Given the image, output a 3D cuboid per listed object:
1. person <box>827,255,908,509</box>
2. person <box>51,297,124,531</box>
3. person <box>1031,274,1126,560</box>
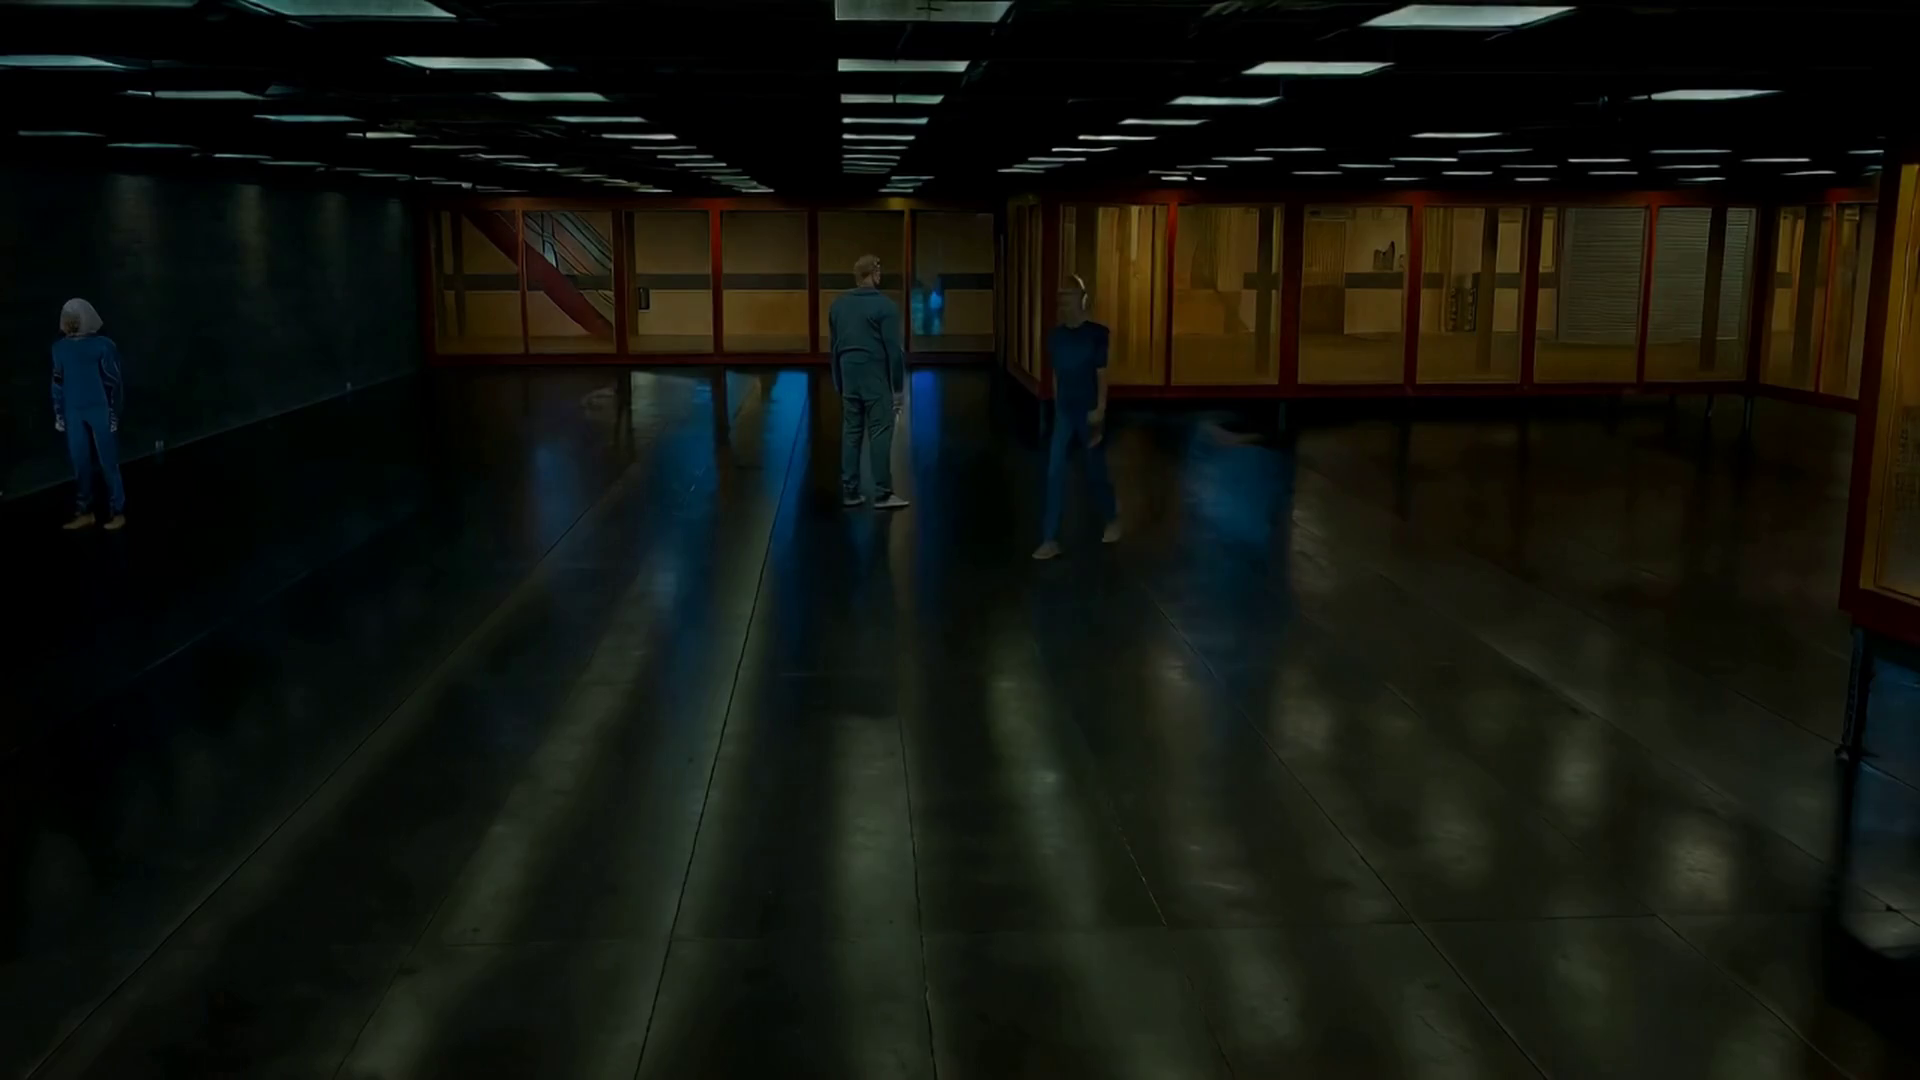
[{"bbox_3d":[-0.676,-1.184,12.580,0.650,1.905,0.404,7,12,32],"label":"person"},{"bbox_3d":[-6.109,-0.877,11.650,0.500,1.635,0.287,1,11,6],"label":"person"},{"bbox_3d":[0.807,-0.821,10.857,0.511,1.828,0.959,6,12,31],"label":"person"}]
